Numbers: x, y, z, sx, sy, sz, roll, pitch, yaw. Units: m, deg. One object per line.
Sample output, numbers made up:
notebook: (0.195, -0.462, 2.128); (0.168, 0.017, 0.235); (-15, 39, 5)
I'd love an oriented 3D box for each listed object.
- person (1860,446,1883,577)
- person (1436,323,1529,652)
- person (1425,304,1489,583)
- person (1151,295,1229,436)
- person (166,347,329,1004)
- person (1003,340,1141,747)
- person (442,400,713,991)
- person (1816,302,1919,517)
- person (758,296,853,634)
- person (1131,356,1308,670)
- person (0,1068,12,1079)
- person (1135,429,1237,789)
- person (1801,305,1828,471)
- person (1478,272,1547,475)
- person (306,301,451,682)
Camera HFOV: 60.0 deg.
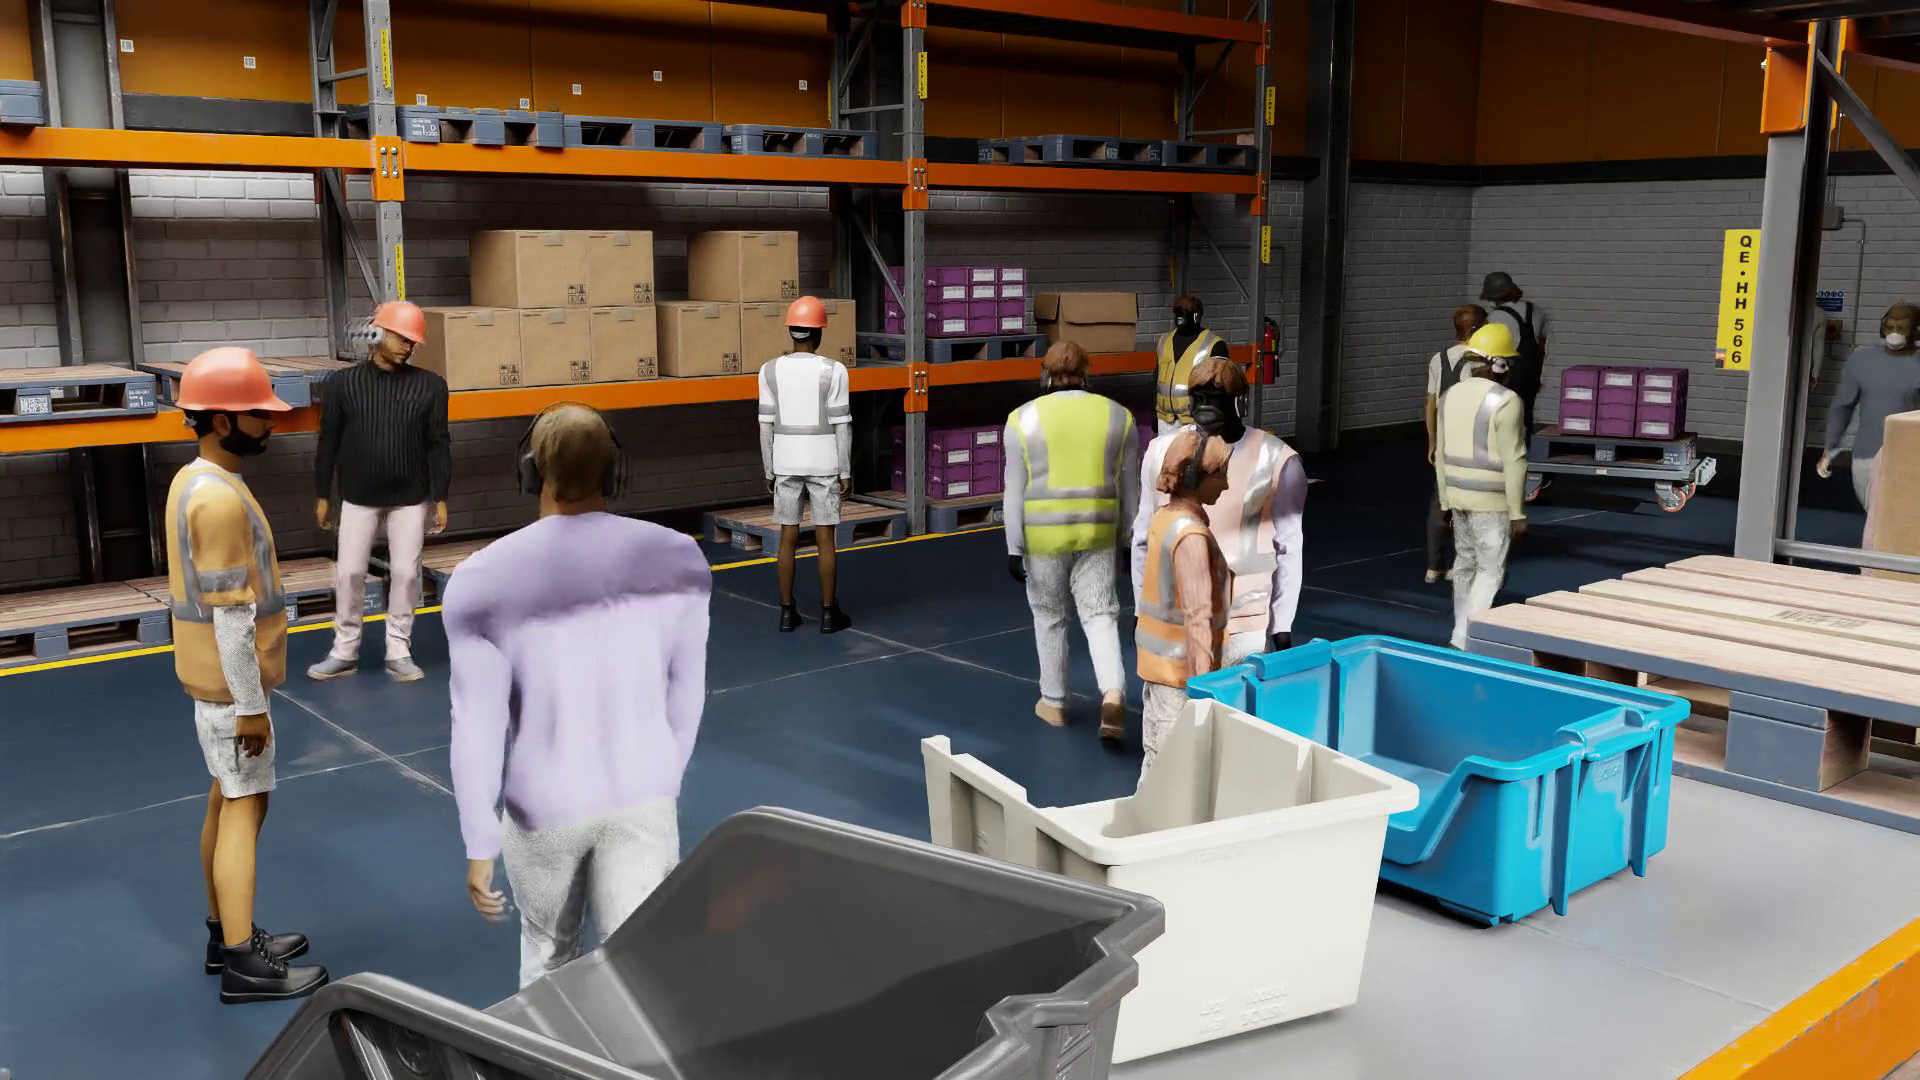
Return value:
person: (4.189, 0.120, 7.118); (0.926, 1.710, 0.548); (-9, 14, -42)
person: (2.727, -0.213, 8.727); (0.458, 1.842, 0.606); (-4, 11, -19)
person: (3.273, -0.610, 10.860); (0.324, 1.842, 0.514); (-8, 13, -36)
person: (1.718, -0.939, 12.706); (0.620, 1.845, 0.429); (8, 13, 38)
person: (-2.127, 0.398, 4.947); (0.365, 1.935, 0.552); (-6, 12, -30)
person: (0.520, 0.017, 7.479); (0.644, 1.812, 0.792); (-2, 10, -9)
person: (-0.871, 0.619, 3.912); (0.617, 1.886, 1.067); (-3, 11, -18)
person: (5.663, -0.502, 10.169); (1.040, 1.887, 0.650); (-8, 13, -38)
person: (-0.873, -0.423, 9.546); (0.546, 1.938, 0.361); (2, 10, 11)
person: (0.893, 0.272, 5.927); (0.621, 1.845, 0.429); (5, 11, 24)
person: (-2.628, 0.669, 3.970); (0.540, 1.749, 0.707); (-1, 10, -5)
person: (0.731, 0.456, 5.468); (0.314, 1.637, 0.514); (-1, 10, -4)
person: (8.131, -1.636, 16.340); (0.631, 1.940, 0.372); (2, 10, 9)
person: (4.990, -1.484, 15.200); (0.775, 2.000, 0.533); (-5, 11, -26)
person: (-2.941, -0.226, 8.429); (0.722, 1.958, 0.374); (-3, 10, -15)
